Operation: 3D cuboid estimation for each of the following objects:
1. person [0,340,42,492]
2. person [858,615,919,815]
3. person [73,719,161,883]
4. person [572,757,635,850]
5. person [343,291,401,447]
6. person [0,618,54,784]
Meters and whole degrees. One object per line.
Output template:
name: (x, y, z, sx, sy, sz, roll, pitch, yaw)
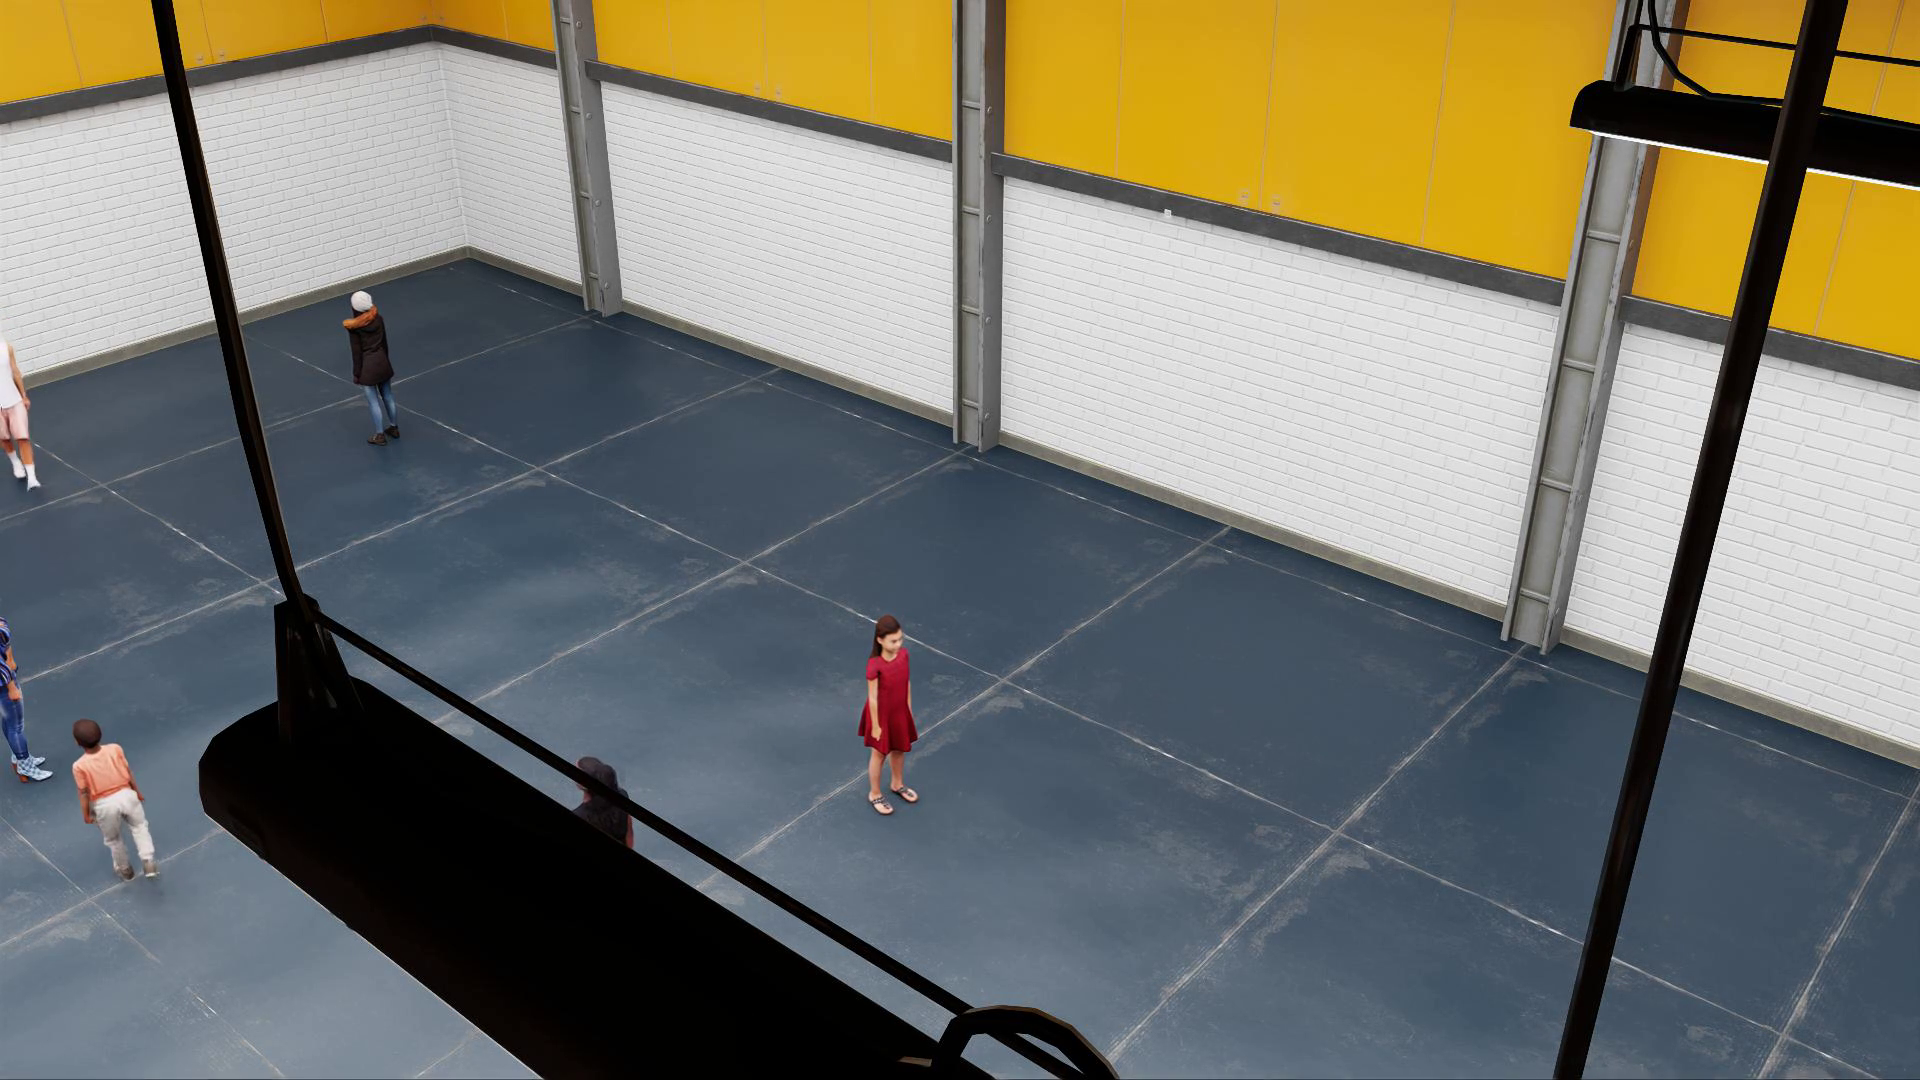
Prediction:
person: (-9.267, -1.337, 16.059, 0.884, 1.737, 1.196, -17, 33, -28)
person: (-0.499, 1.190, 11.620, 0.614, 1.551, 0.552, 25, 37, 38)
person: (-5.523, 1.728, 10.895, 0.565, 1.301, 0.689, -24, 37, -36)
person: (-2.125, 2.008, 9.935, 0.558, 1.730, 0.606, 23, 36, 36)
person: (-5.984, -1.763, 16.947, 0.657, 1.634, 0.666, 16, 32, 27)
person: (-6.848, 1.006, 11.889, 0.716, 1.616, 0.566, -19, 34, -31)
